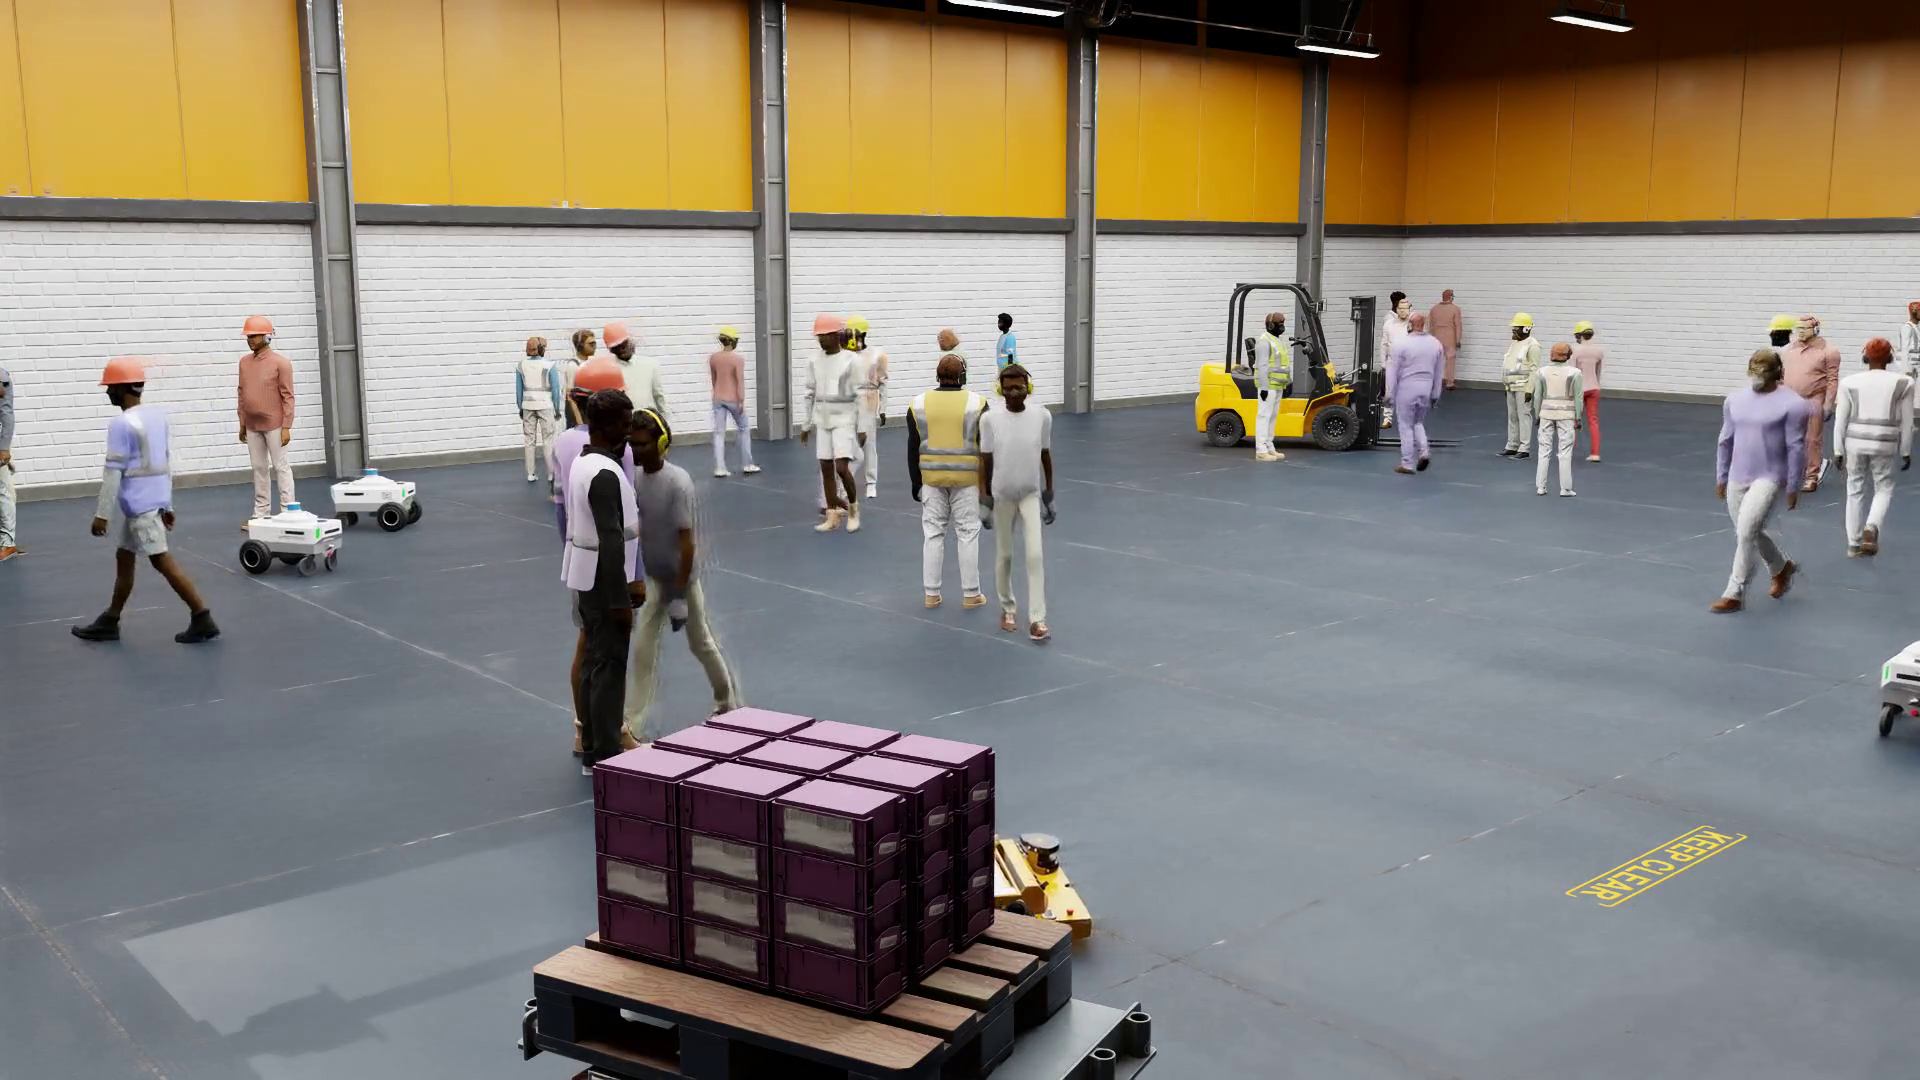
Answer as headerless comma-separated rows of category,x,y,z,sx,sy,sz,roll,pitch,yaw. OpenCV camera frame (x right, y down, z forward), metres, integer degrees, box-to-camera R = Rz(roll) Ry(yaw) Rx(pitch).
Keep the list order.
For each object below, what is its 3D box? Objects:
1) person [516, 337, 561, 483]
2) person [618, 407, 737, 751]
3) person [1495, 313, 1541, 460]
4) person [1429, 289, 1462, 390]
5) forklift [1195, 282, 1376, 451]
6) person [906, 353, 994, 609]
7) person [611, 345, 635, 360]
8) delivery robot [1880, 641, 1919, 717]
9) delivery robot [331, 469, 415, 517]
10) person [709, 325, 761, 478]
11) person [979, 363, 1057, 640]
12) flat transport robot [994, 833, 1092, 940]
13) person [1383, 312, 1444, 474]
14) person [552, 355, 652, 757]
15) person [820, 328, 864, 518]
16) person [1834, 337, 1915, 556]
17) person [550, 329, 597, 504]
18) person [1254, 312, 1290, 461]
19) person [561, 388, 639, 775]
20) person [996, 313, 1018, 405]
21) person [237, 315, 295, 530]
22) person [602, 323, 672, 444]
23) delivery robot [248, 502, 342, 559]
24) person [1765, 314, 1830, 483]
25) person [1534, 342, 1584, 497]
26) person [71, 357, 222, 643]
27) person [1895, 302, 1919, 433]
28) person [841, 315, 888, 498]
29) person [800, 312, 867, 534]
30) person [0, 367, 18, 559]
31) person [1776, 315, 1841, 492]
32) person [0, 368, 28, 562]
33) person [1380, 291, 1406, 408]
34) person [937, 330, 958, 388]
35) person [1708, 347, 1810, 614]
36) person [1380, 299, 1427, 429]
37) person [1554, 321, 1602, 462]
person,-4.723,-1.455,18.642,0.515,1.636,0.314,2,10,12
person,-1.474,0.217,8.427,0.517,1.787,1.047,8,12,38
person,6.972,-1.914,20.752,0.403,1.833,0.586,-2,10,-12
person,9.225,-3.794,31.548,0.644,1.908,0.408,9,13,43
forklift,4.328,-2.346,22.227,2.313,2.155,1.214,3,10,16
person,-0.057,-0.418,11.970,0.633,1.843,0.429,2,10,12
person,-3.829,-1.538,19.109,0.512,1.642,0.312,6,11,30
delivery robot,5.197,0.705,8.880,0.477,0.478,0.707,9,13,42
delivery robot,-5.459,-0.421,15.475,0.707,0.478,0.477,0,10,0
person,-2.622,-1.606,19.220,0.528,1.739,0.745,5,11,27
person,0.401,-0.242,10.976,0.553,1.825,0.887,-1,10,-6
flat transport robot,-0.274,1.336,6.290,1.431,0.197,0.652,-2,10,-9
person,5.269,-1.711,19.411,0.653,1.892,0.436,-4,10,-21
person,-1.767,0.105,8.302,0.615,2.047,0.358,9,13,44
person,-1.152,-1.131,16.151,0.505,1.835,0.656,-1,10,-4
person,7.611,-0.757,13.884,0.596,1.865,0.542,6,11,31
person,-3.777,-1.227,16.838,0.989,1.792,0.531,3,10,15
person,3.882,-1.904,20.674,0.430,1.843,0.625,6,11,30
person,-1.697,0.232,7.954,0.392,1.915,0.590,-4,11,-23
person,0.701,-2.557,24.942,0.321,1.690,0.536,-2,10,-14
person,-6.404,-1.069,15.332,0.612,1.995,0.376,4,10,20
person,-2.908,-0.964,14.877,0.693,1.947,0.479,-4,11,-23
delivery robot,-5.338,-0.061,13.365,0.707,0.478,0.477,3,10,17
person,9.174,-1.546,18.415,0.844,1.899,0.587,2,10,10
person,6.313,-1.265,17.558,0.518,1.640,0.329,7,12,37
person,-5.335,-0.244,10.828,0.999,1.889,0.566,-1,10,-3
person,13.689,-2.480,23.934,0.381,1.881,0.593,9,13,43
person,-1.051,-1.396,17.454,0.589,1.924,0.384,2,10,9
person,-1.165,-1.062,15.200,0.631,2.026,0.410,6,11,31
person,-8.176,-0.790,13.866,0.631,1.939,0.369,2,10,12
person,9.083,-1.469,17.933,0.402,1.906,0.652,-7,12,-36
person,-8.055,-0.628,13.863,0.352,1.616,0.501,-2,10,-11
person,7.221,-3.171,27.774,0.402,1.954,0.609,5,11,29
person,-0.132,-1.857,21.076,0.300,1.606,0.588,3,10,19
person,5.777,-0.440,11.940,0.922,1.907,0.638,-6,11,-30
person,6.470,-2.566,24.354,0.639,1.911,0.402,4,11,24
person,7.700,-1.820,20.624,0.573,1.688,0.716,-3,10,-17
